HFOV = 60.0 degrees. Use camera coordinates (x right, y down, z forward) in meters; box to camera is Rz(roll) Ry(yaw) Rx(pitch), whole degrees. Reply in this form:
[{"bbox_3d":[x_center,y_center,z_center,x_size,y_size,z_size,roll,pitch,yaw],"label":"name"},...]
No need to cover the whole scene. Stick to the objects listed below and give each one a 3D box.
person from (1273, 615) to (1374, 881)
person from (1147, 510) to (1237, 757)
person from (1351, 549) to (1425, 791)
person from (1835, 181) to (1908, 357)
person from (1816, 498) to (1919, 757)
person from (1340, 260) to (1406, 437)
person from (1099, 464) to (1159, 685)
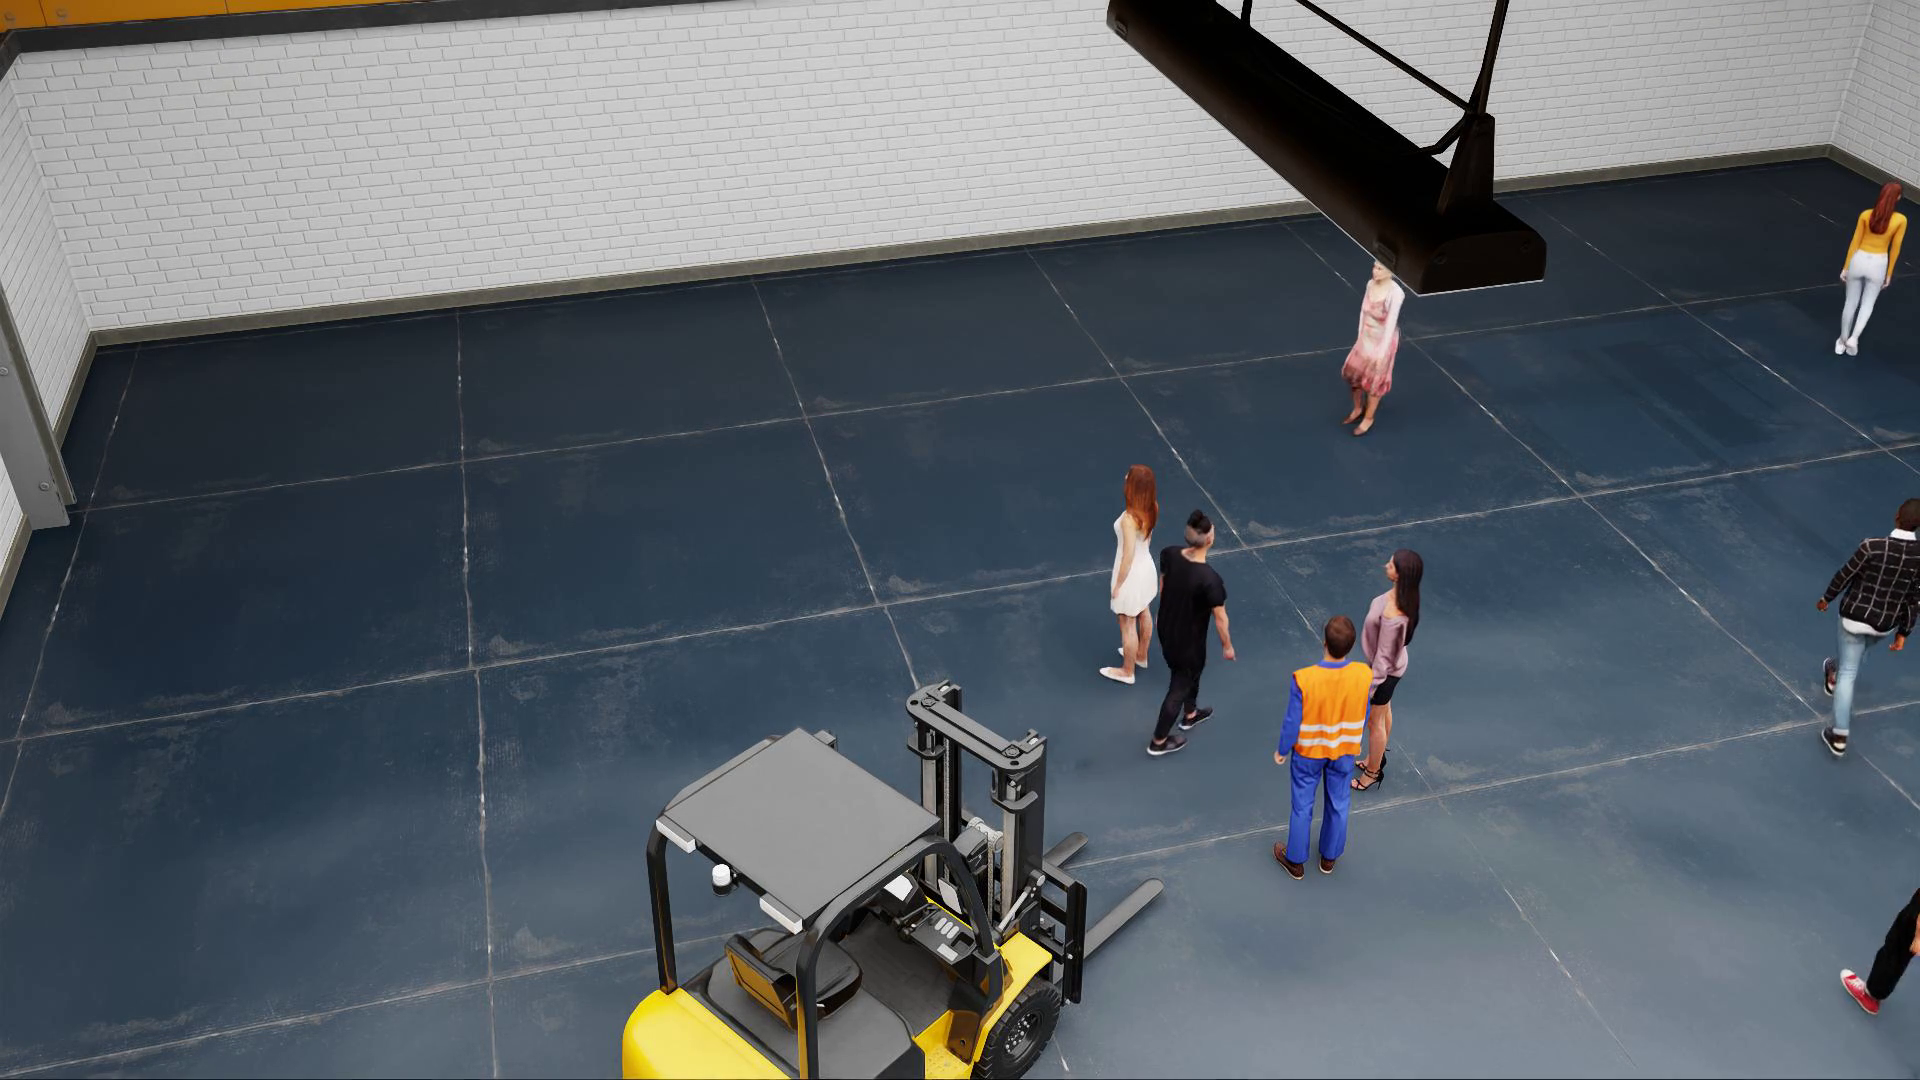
[{"bbox_3d":[2.138,1.230,9.796,0.722,1.863,0.649,-4,34,-6],"label":"person"},{"bbox_3d":[1.387,0.626,10.719,0.866,1.847,0.854,-15,37,-22],"label":"person"},{"bbox_3d":[2.679,0.822,10.456,0.753,1.812,0.672,14,36,20],"label":"person"},{"bbox_3d":[8.435,-2.479,15.490,0.863,1.738,0.940,16,37,22],"label":"person"},{"bbox_3d":[5.930,0.589,10.845,1.001,1.769,1.289,5,34,8],"label":"person"},{"bbox_3d":[3.650,-1.710,14.379,0.765,1.686,0.652,-21,39,-28],"label":"person"},{"bbox_3d":[1.202,0.225,11.444,0.700,1.712,0.649,20,39,27],"label":"person"}]
